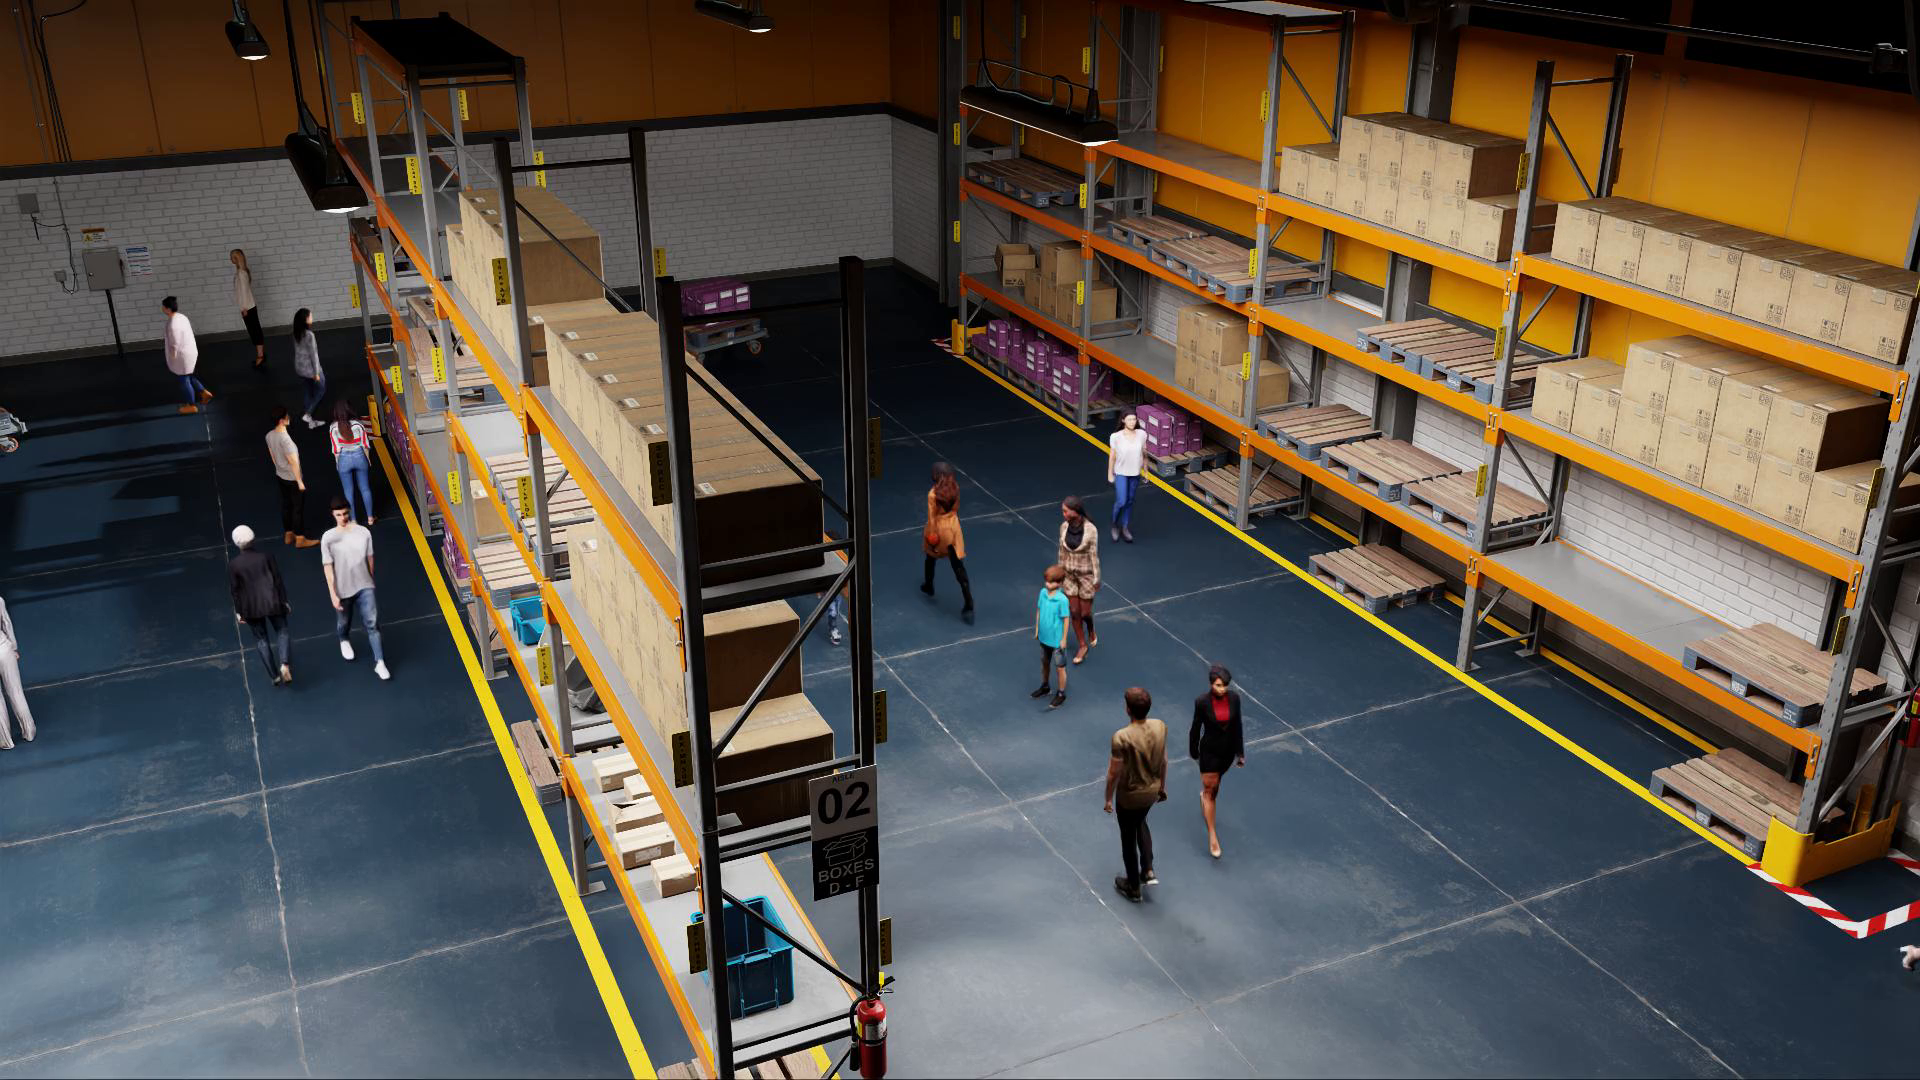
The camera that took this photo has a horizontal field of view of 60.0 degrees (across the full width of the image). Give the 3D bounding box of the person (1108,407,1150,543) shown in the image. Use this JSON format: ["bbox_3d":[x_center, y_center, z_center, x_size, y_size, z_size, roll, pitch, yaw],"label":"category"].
[{"bbox_3d":[1.936,-0.785,19.605,0.618,1.676,0.572,-9,25,-20],"label":"person"}]

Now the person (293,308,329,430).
[{"bbox_3d":[-9.137,-2.346,23.128,0.787,1.715,0.852,14,27,28],"label":"person"}]

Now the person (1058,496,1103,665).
[{"bbox_3d":[1.206,0.394,16.799,0.785,1.762,0.848,7,25,16],"label":"person"}]

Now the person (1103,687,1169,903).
[{"bbox_3d":[1.433,2.022,12.979,0.704,1.839,0.683,-13,27,-28],"label":"person"}]

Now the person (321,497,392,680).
[{"bbox_3d":[-6.098,0.440,16.581,0.761,1.853,1.184,-15,28,-30],"label":"person"}]

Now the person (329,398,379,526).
[{"bbox_3d":[-7.324,-0.945,20.049,0.606,1.613,0.521,-9,25,-19],"label":"person"}]

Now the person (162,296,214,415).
[{"bbox_3d":[-11.059,-2.657,23.809,0.917,1.738,0.854,-1,24,-2],"label":"person"}]

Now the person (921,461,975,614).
[{"bbox_3d":[-0.097,0.008,17.798,0.771,1.671,1.254,-14,27,-29],"label":"person"}]

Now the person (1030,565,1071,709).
[{"bbox_3d":[0.900,0.902,16.029,0.512,1.449,0.639,21,31,40],"label":"person"}]

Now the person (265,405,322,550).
[{"bbox_3d":[-7.867,-0.754,19.476,0.603,1.722,0.740,19,30,37],"label":"person"}]

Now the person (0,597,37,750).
[{"bbox_3d":[-8.848,1.081,15.214,0.653,1.773,0.667,20,31,38],"label":"person"}]

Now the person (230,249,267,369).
[{"bbox_3d":[-11.052,-3.599,25.815,0.661,1.858,0.465,-9,25,-20],"label":"person"}]

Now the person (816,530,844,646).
[{"bbox_3d":[-1.343,0.457,17.339,0.567,1.214,0.601,-14,27,-30],"label":"person"}]

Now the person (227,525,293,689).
[{"bbox_3d":[-6.709,0.690,16.162,0.728,1.761,0.674,-11,26,-23],"label":"person"}]

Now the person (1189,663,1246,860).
[{"bbox_3d":[2.121,1.768,13.874,0.713,1.587,1.079,-5,24,-11],"label":"person"}]
